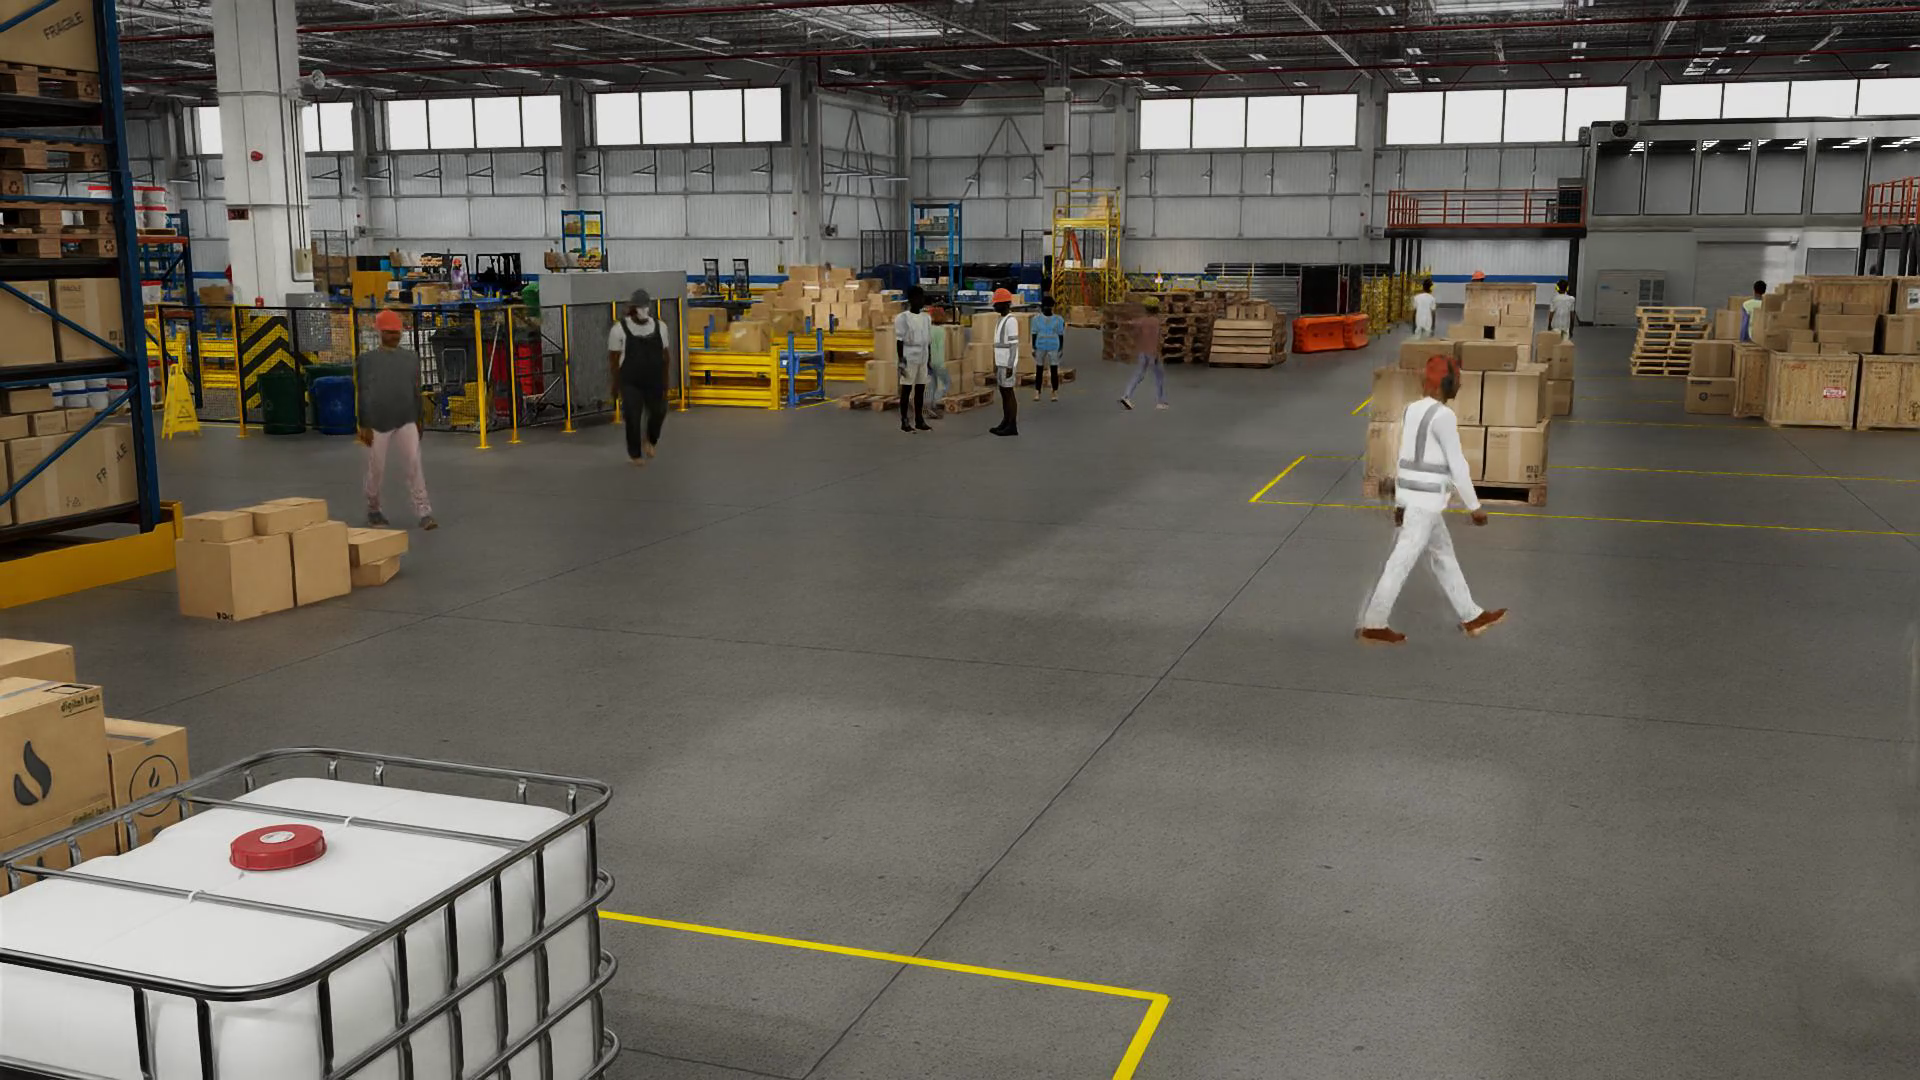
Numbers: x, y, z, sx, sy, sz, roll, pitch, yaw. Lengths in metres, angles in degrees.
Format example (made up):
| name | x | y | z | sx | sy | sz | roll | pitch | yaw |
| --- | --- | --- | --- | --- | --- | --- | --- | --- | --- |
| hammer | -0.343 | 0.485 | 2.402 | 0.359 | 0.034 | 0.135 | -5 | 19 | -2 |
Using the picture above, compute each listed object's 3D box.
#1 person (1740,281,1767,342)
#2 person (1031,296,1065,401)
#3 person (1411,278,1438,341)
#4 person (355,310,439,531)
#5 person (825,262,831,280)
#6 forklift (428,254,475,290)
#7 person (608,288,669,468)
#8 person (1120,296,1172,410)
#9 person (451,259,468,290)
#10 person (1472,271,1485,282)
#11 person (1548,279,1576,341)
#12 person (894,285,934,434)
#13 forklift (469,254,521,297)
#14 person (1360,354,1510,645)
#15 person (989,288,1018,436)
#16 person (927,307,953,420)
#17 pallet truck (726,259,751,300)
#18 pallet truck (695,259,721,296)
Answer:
| name | x | y | z | sx | sy | sz | roll | pitch | yaw |
| --- | --- | --- | --- | --- | --- | --- | --- | --- | --- |
| person | 13.179 | -3.316 | 27.473 | 0.587 | 1.914 | 0.391 | 1 | 10 | 4 |
| person | 1.408 | -3.061 | 26.673 | 0.536 | 1.693 | 0.320 | 2 | 10 | 9 |
| person | 9.077 | -4.204 | 32.658 | 0.534 | 1.850 | 0.649 | 8 | 13 | 37 |
| person | -4.995 | -1.047 | 14.631 | 0.649 | 1.937 | 1.046 | -9 | 13 | -41 |
| person | -4.777 | -9.260 | 61.055 | 0.857 | 1.881 | 0.651 | -7 | 13 | -36 |
| forklift | -20.133 | -10.254 | 65.465 | 1.157 | 1.987 | 2.680 | 3 | 11 | 19 |
| person | -3.614 | -1.842 | 18.811 | 0.690 | 2.000 | 0.619 | -5 | 11 | -25 |
| person | 2.837 | -2.843 | 25.315 | 0.843 | 1.737 | 0.529 | -6 | 12 | -29 |
| person | -16.497 | -8.223 | 54.736 | 0.612 | 2.041 | 0.394 | 0 | 10 | 2 |
| person | 11.565 | -5.036 | 37.130 | 0.386 | 1.930 | 0.539 | 4 | 11 | 20 |
| person | 11.238 | -3.943 | 31.123 | 0.511 | 1.872 | 0.328 | 0 | 10 | -2 |
| person | -0.598 | -2.406 | 22.196 | 0.607 | 1.966 | 0.367 | -10 | 14 | -43 |
| forklift | -17.990 | -10.121 | 64.684 | 1.157 | 1.987 | 2.680 | 3 | 11 | 17 |
| person | 2.986 | -0.240 | 10.391 | 1.015 | 1.820 | 0.571 | -1 | 10 | -3 |
| person | 0.573 | -2.335 | 21.883 | 0.368 | 1.933 | 0.552 | -3 | 10 | -14 |
| person | -0.316 | -2.521 | 23.824 | 0.364 | 1.619 | 0.507 | -7 | 12 | -34 |
| pallet truck | -7.986 | -9.493 | 62.019 | 0.823 | 1.965 | 1.885 | 3 | 11 | 17 |
| pallet truck | -9.165 | -9.627 | 62.776 | 0.823 | 1.965 | 1.885 | 4 | 11 | 23 |
